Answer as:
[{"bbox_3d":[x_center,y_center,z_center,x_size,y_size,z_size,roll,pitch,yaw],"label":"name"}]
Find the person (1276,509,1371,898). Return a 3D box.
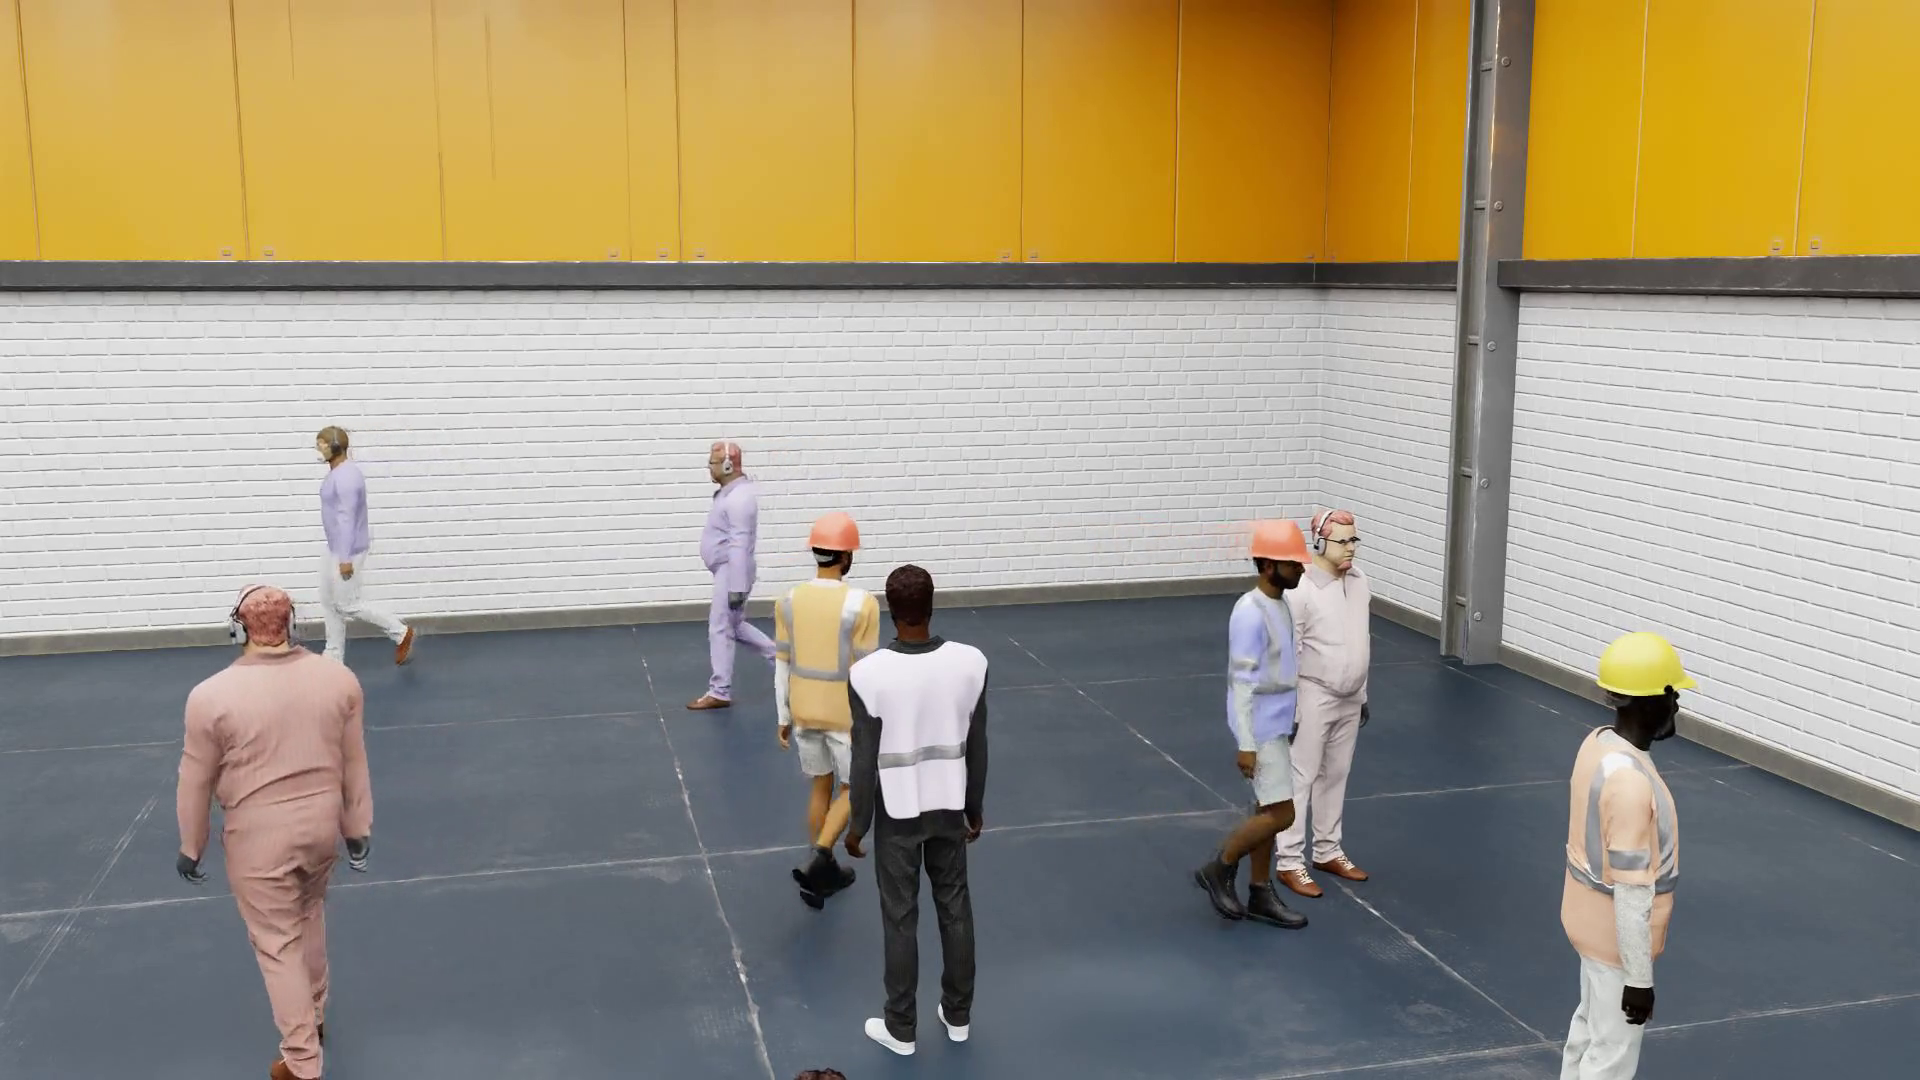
[{"bbox_3d":[1.797,0.788,8.156,0.644,1.903,0.401,-8,12,-40],"label":"person"}]

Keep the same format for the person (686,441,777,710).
[{"bbox_3d":[-1.532,0.243,11.598,0.736,1.884,0.651,-2,9,-10],"label":"person"}]

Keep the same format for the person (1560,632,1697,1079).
[{"bbox_3d":[2.086,1.237,5.242,0.355,1.930,0.587,2,9,11],"label":"person"}]

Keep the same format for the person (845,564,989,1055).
[{"bbox_3d":[-0.160,1.049,6.469,0.587,1.914,0.391,-4,10,-25],"label":"person"}]

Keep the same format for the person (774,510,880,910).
[{"bbox_3d":[-0.649,0.823,7.873,0.546,1.917,0.652,4,10,23],"label":"person"}]

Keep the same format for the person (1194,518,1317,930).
[{"bbox_3d":[1.410,0.853,7.644,0.424,1.927,0.563,5,10,27],"label":"person"}]

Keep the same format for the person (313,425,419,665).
[{"bbox_3d":[-4.557,0.083,12.506,0.771,1.915,0.639,-5,10,-29],"label":"person"}]

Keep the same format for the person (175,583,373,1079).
[{"bbox_3d":[-2.618,1.098,6.292,0.786,1.879,0.645,7,12,39],"label":"person"}]

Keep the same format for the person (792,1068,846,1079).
[{"bbox_3d":[-0.226,1.701,2.536,0.524,1.871,0.325,2,9,11],"label":"person"}]
